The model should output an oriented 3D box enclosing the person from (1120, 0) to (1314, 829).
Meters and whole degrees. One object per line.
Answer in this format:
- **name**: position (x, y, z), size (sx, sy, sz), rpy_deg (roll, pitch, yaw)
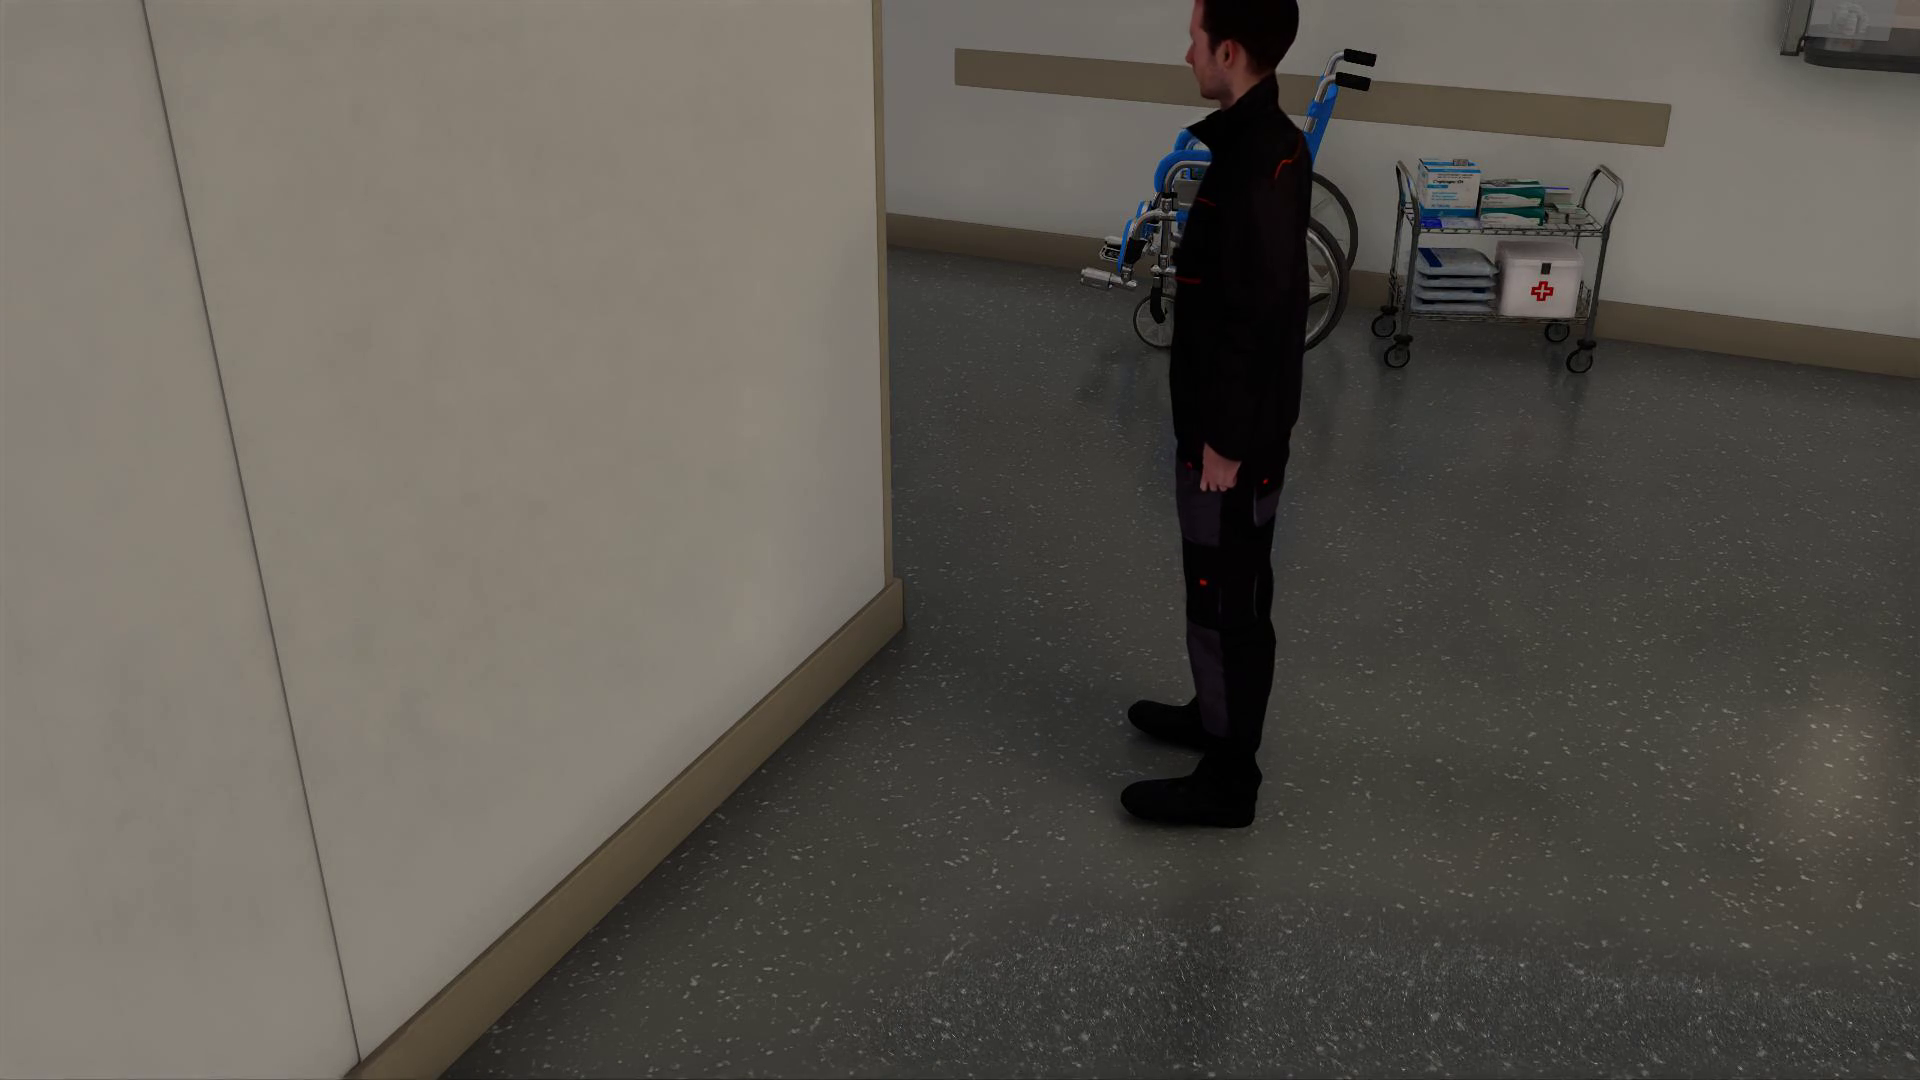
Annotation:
- **person**: position (0.594, -0.266, 3.655), size (0.800, 1.911, 0.608), rpy_deg (6, 26, 11)
